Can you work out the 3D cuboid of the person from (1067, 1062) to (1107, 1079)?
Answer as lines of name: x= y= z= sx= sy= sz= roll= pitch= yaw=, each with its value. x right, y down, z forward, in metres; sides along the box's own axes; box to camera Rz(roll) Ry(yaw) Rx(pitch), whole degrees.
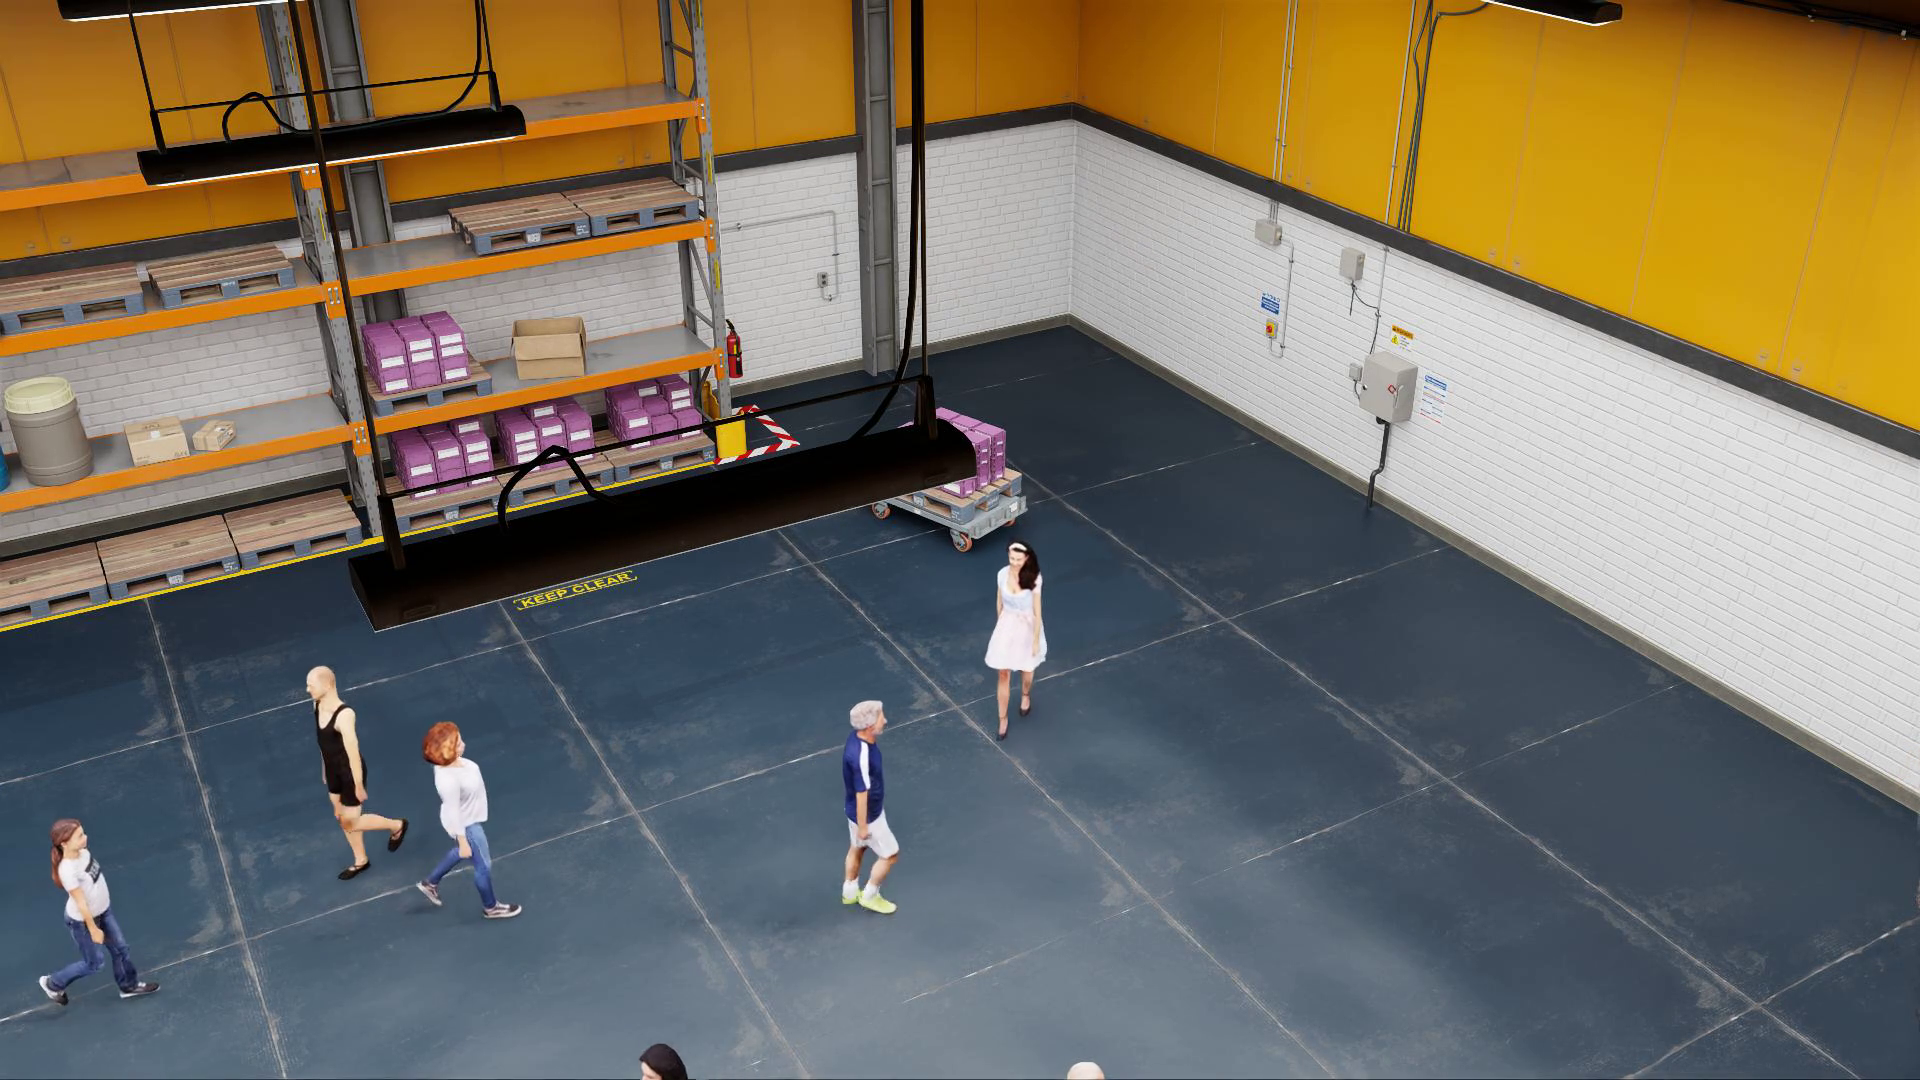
person: x=0.664 y=3.541 z=9.199 sx=0.596 sy=1.725 sz=0.651 roll=-8 pitch=30 yaw=-15

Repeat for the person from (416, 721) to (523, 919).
person: x=-3.661 y=2.029 z=12.005 sx=1.000 sy=1.693 sz=0.774 roll=-8 pitch=30 yaw=-15

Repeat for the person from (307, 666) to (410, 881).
person: x=-4.527 y=1.708 z=12.481 sx=0.801 sy=1.799 sz=0.924 roll=23 pitch=36 yaw=35

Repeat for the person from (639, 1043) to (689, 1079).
person: x=-1.508 y=3.448 z=9.377 sx=1.151 sy=1.717 sz=0.656 roll=-18 pitch=33 yaw=-29

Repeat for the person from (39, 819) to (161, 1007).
person: x=-5.938 y=2.543 z=11.215 sx=0.988 sy=1.547 sz=0.743 roll=-5 pitch=29 yaw=-9

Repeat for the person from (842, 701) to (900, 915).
person: x=-0.769 y=1.949 z=12.018 sx=0.789 sy=1.820 sz=0.767 roll=-3 pitch=29 yaw=-6

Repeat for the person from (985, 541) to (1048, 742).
person: x=0.533 y=0.767 z=14.221 sx=1.010 sy=1.785 sz=1.071 roll=6 pitch=29 yaw=12
